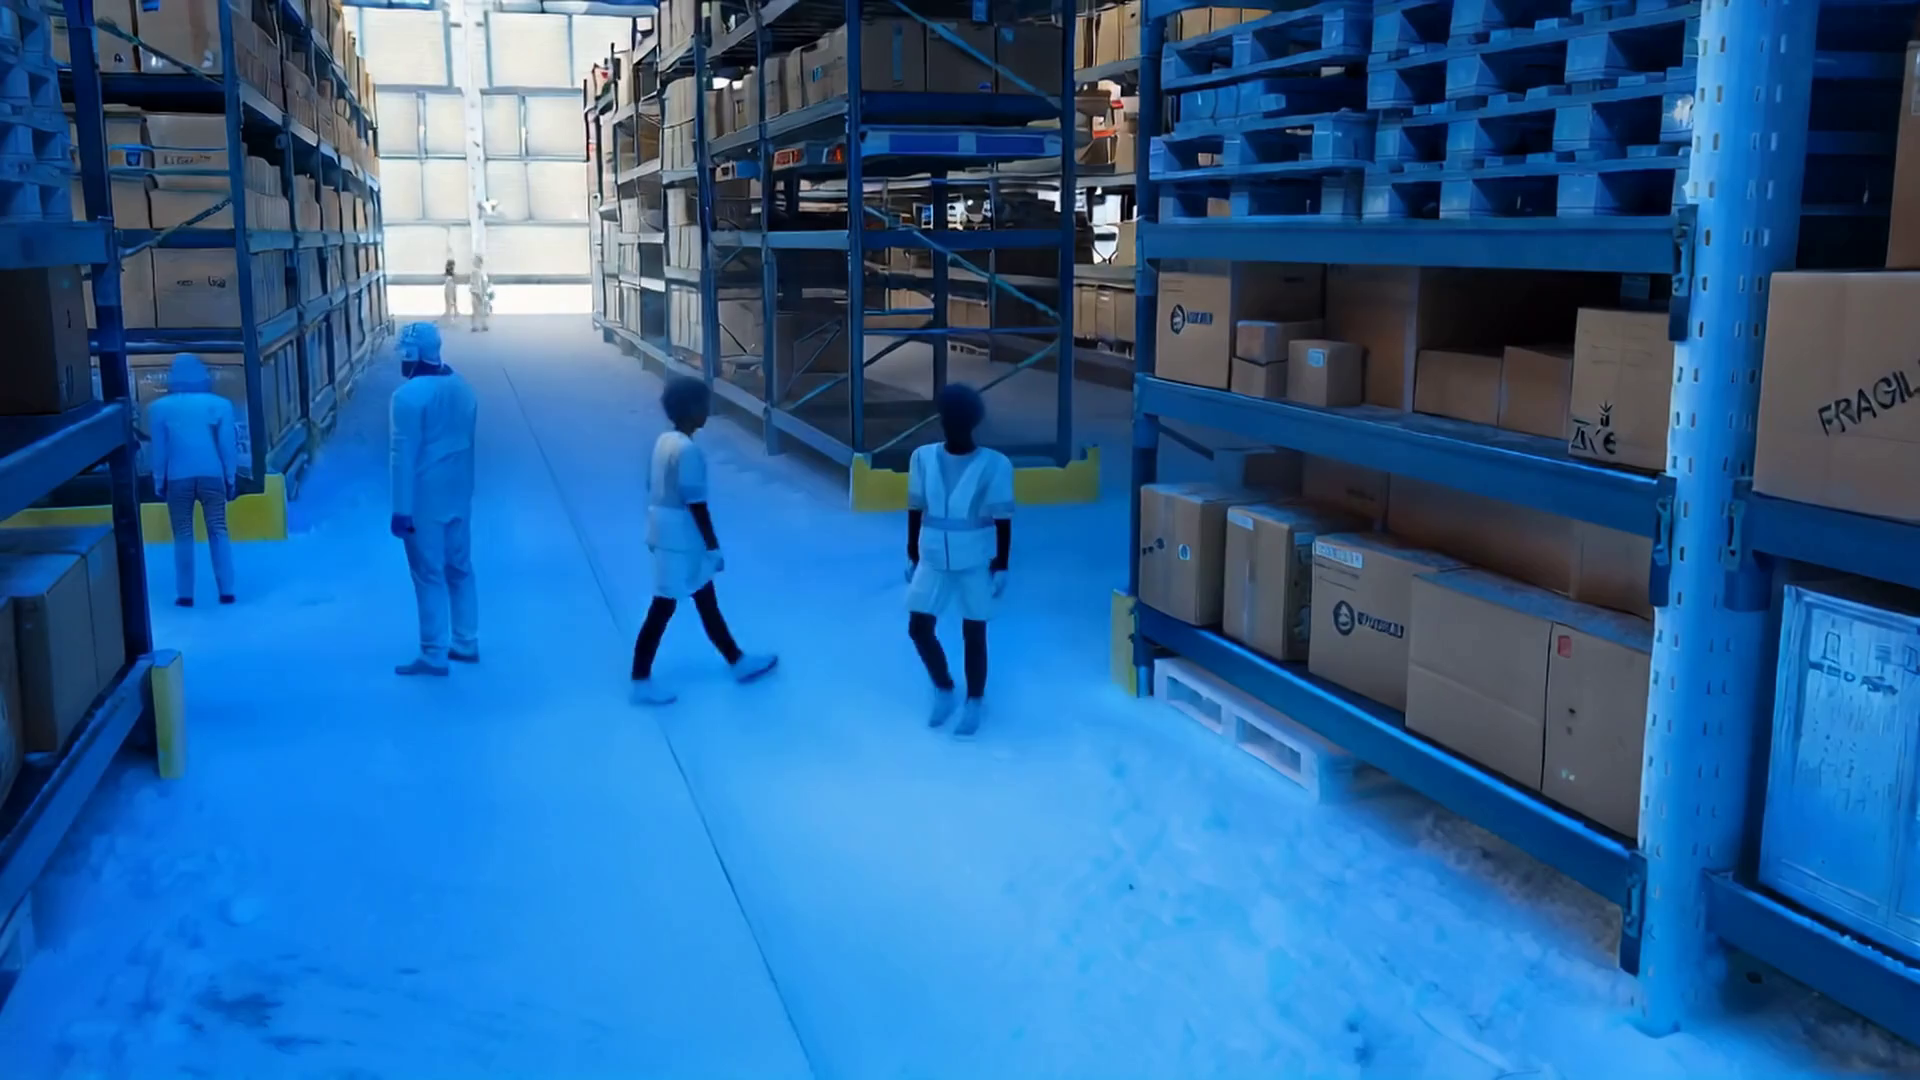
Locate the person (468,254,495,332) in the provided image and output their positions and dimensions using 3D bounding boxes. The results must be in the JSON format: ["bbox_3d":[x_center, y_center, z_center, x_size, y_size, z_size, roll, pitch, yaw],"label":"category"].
[{"bbox_3d":[-11.773,-6.063,40.945,0.728,1.924,0.610,-3,11,-18],"label":"person"}]

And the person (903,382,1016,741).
[{"bbox_3d":[-0.013,0.109,7.737,0.557,1.685,0.371,4,11,20],"label":"person"}]

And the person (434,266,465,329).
[{"bbox_3d":[-13.029,-6.160,42.326,0.683,1.618,0.524,0,10,-1],"label":"person"}]

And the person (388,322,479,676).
[{"bbox_3d":[-2.863,-0.221,8.985,0.399,1.899,0.646,3,11,15],"label":"person"}]

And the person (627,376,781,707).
[{"bbox_3d":[-1.320,0.003,8.406,0.872,1.648,0.555,-4,11,-20],"label":"person"}]

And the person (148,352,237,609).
[{"bbox_3d":[-4.856,-0.375,10.571,0.494,1.624,0.280,-7,12,-32],"label":"person"}]

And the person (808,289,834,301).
[{"bbox_3d":[-3.356,-5.960,40.256,0.653,1.955,0.933,-1,10,-3],"label":"person"}]

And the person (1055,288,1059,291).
[{"bbox_3d":[2.626,-6.883,46.032,0.821,1.710,0.573,1,10,8],"label":"person"}]
